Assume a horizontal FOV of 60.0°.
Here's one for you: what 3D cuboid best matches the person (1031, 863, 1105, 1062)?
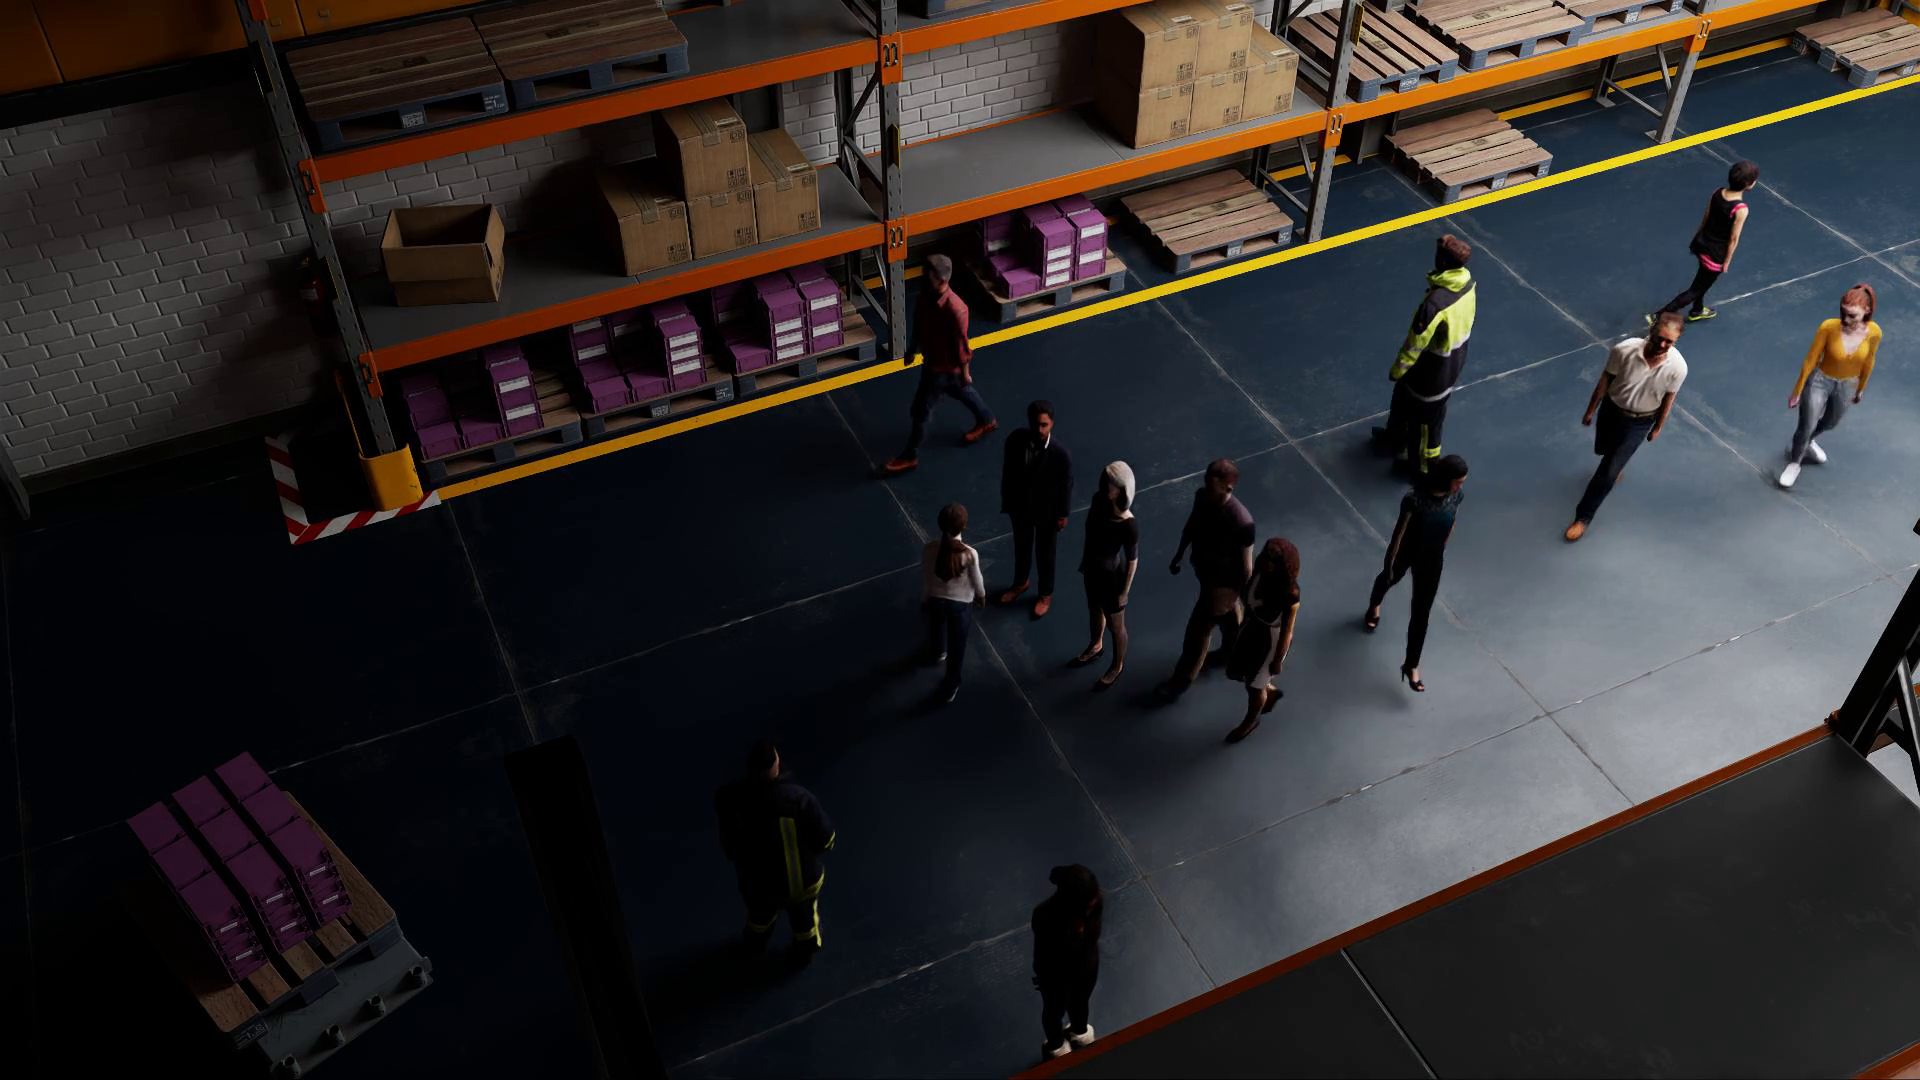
[{"bbox_3d":[0.539,2.163,8.468,0.611,1.662,0.662,0,44,0],"label":"person"}]

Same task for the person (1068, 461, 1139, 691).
[{"bbox_3d":[0.922,0.221,10.384,0.541,1.829,0.610,-24,48,-23],"label":"person"}]

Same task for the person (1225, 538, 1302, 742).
[{"bbox_3d":[1.911,0.598,10.023,0.654,1.782,0.598,-17,46,-17],"label":"person"}]

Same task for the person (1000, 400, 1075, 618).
[{"bbox_3d":[0.504,-0.225,10.927,0.710,1.727,0.737,20,47,19],"label":"person"}]

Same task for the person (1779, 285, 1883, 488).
[{"bbox_3d":[6.201,-1.104,11.843,0.901,1.736,0.961,0,44,0],"label":"person"}]

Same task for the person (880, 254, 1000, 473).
[{"bbox_3d":[-0.050,-1.318,12.033,1.230,1.784,0.721,-16,46,-16],"label":"person"}]

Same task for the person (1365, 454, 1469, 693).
[{"bbox_3d":[2.887,0.063,10.658,1.107,1.681,0.914,-2,44,-2],"label":"person"}]

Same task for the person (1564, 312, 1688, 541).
[{"bbox_3d":[4.669,-0.902,11.572,1.036,1.817,1.299,31,52,28],"label":"person"}]

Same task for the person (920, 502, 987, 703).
[{"bbox_3d":[-0.079,0.433,10.371,0.867,1.541,0.887,8,44,8],"label":"person"}]

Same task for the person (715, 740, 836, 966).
[{"bbox_3d":[-0.963,1.675,8.834,0.859,1.864,0.958,6,44,6],"label":"person"}]

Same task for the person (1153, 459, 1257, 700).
[{"bbox_3d":[1.724,0.178,10.448,0.996,1.805,0.711,-16,46,-16],"label":"person"}]

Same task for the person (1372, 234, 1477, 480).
[{"bbox_3d":[3.439,-1.240,11.827,1.057,1.955,0.992,23,48,23],"label":"person"}]

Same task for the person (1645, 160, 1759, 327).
[{"bbox_3d":[5.929,-2.300,13.252,1.023,1.523,0.684,-9,44,-9],"label":"person"}]
